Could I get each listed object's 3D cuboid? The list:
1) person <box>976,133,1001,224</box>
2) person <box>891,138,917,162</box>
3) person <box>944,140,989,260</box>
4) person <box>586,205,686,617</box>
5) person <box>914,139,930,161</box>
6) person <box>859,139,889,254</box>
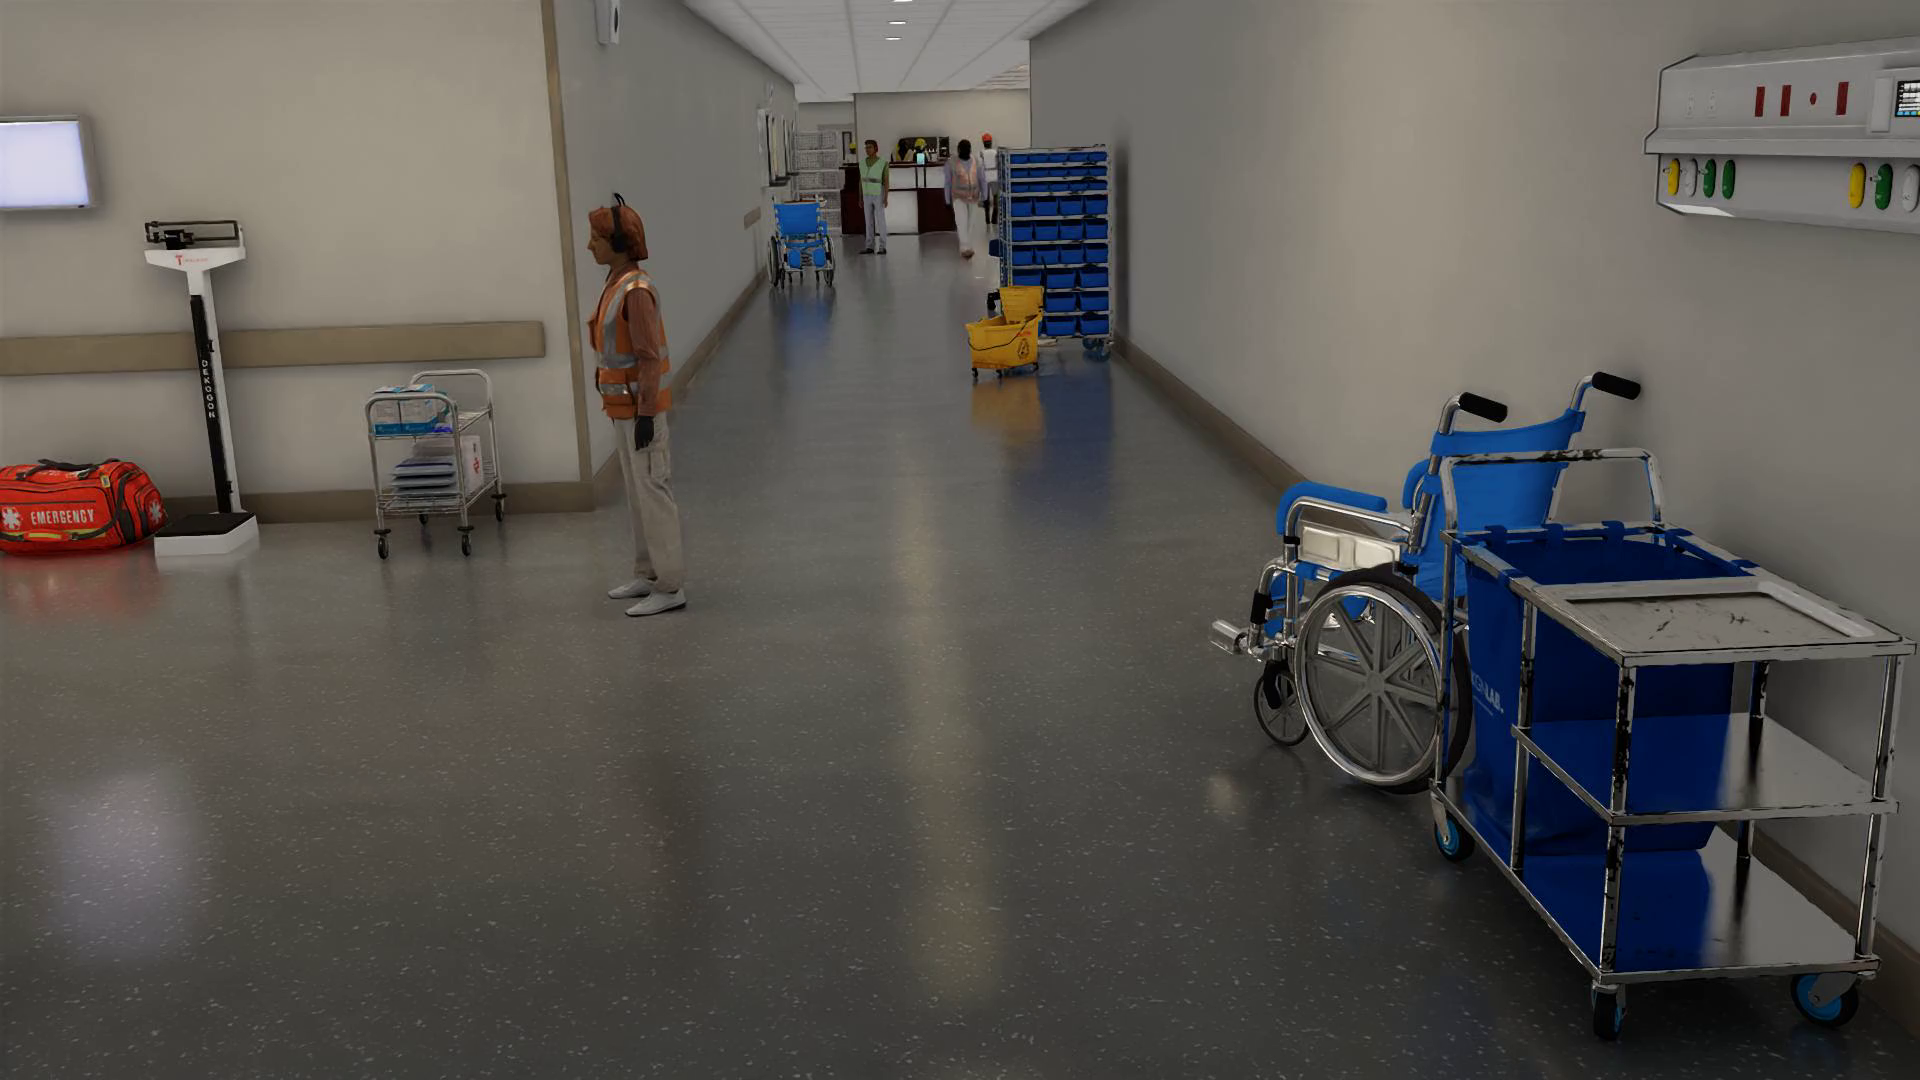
[{"bbox_3d":[0.636,-7.649,35.214,0.555,1.916,0.837,-2,14,0],"label":"person"},{"bbox_3d":[-1.289,-8.251,38.077,0.622,1.839,0.429,-1,14,4],"label":"person"},{"bbox_3d":[0.121,-5.190,25.413,0.627,1.790,0.964,-7,15,-20],"label":"person"},{"bbox_3d":[-1.308,-0.514,6.691,0.310,1.638,0.523,-7,15,-22],"label":"person"},{"bbox_3d":[-0.890,-8.559,39.327,0.403,1.823,0.592,-4,14,-9],"label":"person"},{"bbox_3d":[-1.399,-5.606,27.197,0.564,1.846,0.390,6,16,28],"label":"person"}]
